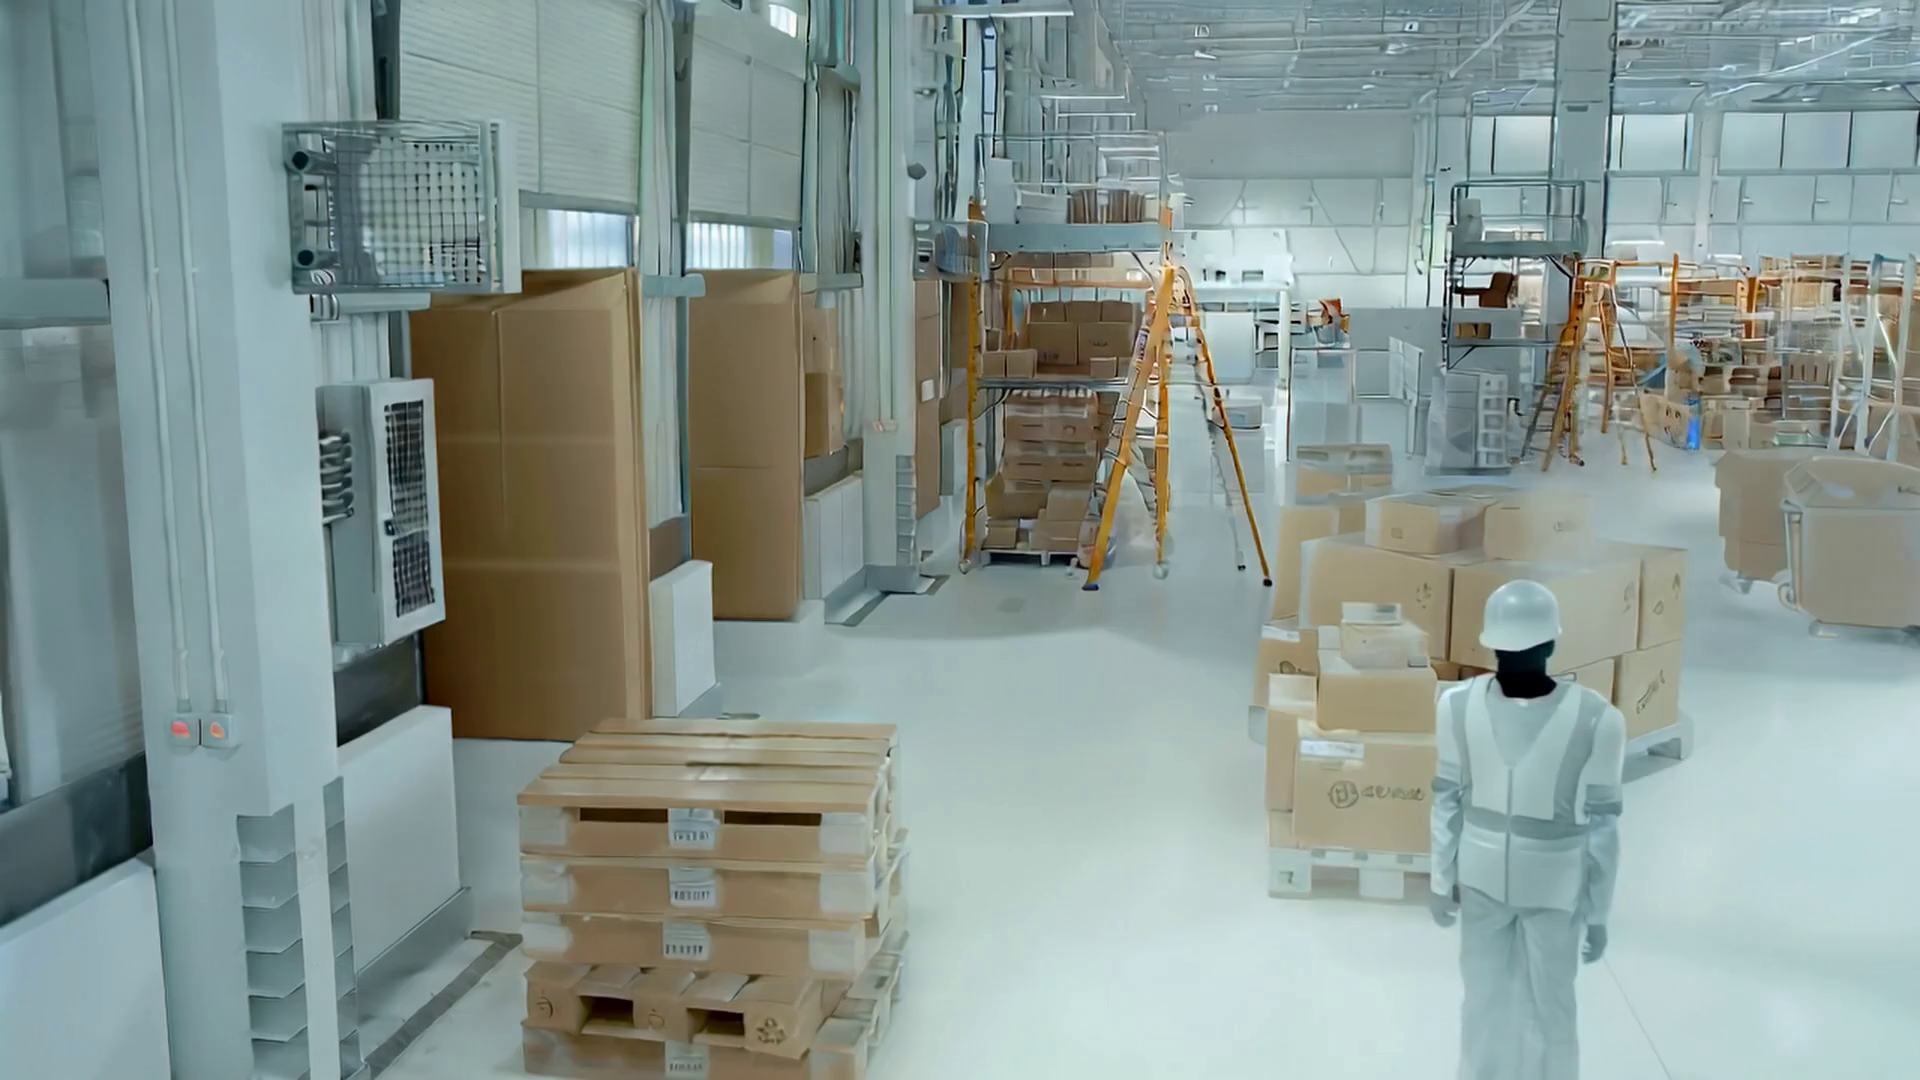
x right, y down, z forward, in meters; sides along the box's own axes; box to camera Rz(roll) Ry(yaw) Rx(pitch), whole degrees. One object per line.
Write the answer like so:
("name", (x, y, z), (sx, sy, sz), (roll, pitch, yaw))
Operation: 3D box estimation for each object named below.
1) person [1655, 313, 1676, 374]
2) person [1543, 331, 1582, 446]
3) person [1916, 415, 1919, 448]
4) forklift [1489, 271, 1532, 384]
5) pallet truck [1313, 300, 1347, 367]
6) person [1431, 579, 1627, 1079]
("person", (19.535, -5.444, 46.043), (0.553, 1.671, 0.637), (6, 11, 34))
("person", (9.800, -2.493, 27.118), (0.568, 1.909, 0.631), (-3, 10, -20))
("person", (15.578, -2.334, 26.679), (0.319, 1.739, 0.484), (6, 11, 32))
("forklift", (13.422, -5.322, 41.591), (1.873, 2.768, 1.129), (1, 9, 9))
("pallet truck", (11.159, -6.200, 49.718), (0.823, 1.965, 1.885), (4, 10, 26))
("person", (1.732, 1.064, 5.171), (0.585, 1.920, 0.395), (7, 11, 36))
